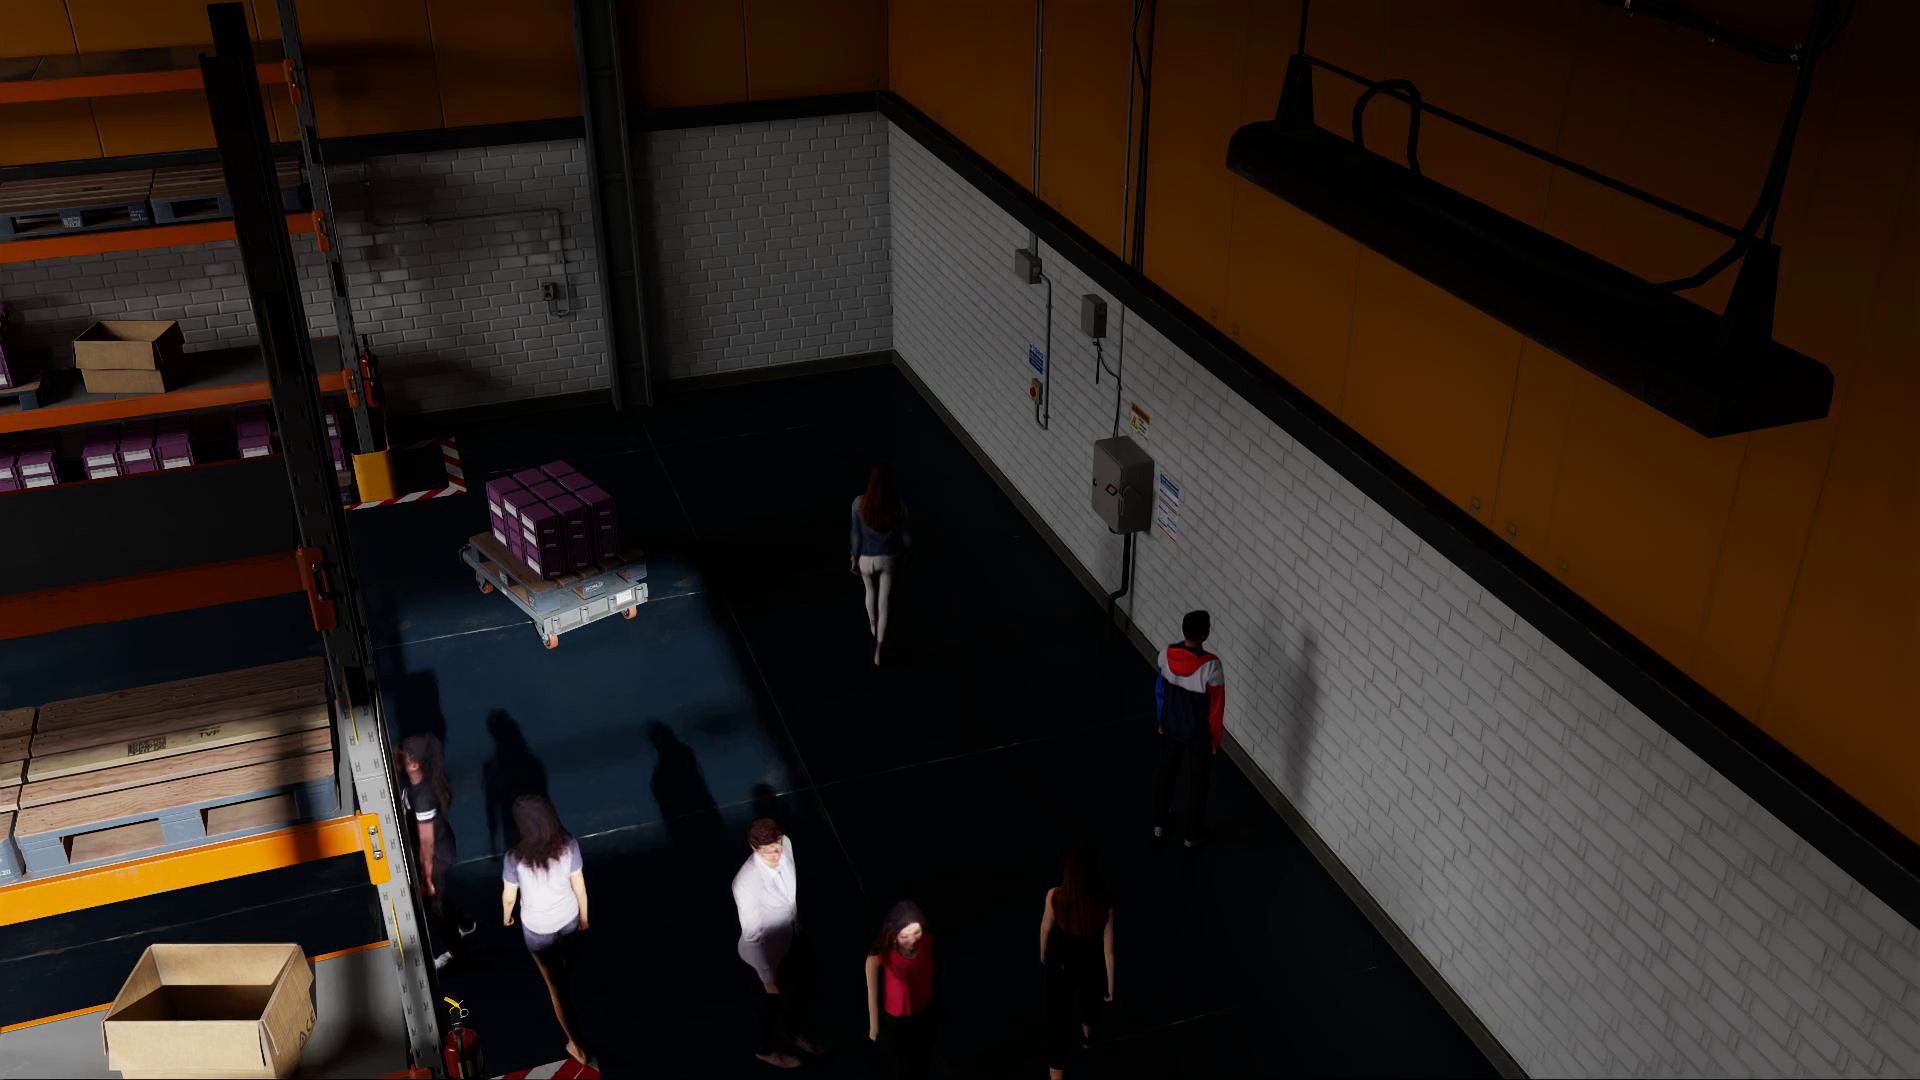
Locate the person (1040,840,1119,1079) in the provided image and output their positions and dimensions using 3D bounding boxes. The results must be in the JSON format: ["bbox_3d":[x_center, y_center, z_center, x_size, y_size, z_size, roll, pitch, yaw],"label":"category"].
[{"bbox_3d":[0.608,2.406,8.968,1.139,1.681,1.030,5,29,9],"label":"person"}]

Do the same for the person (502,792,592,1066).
[{"bbox_3d":[-2.257,2.213,9.317,1.082,1.686,0.869,-20,34,-32],"label":"person"}]

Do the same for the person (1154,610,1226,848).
[{"bbox_3d":[1.508,1.239,11.028,0.716,1.757,0.728,19,34,31],"label":"person"}]

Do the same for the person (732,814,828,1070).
[{"bbox_3d":[-1.110,2.204,9.195,0.883,1.817,0.821,11,31,20],"label":"person"}]

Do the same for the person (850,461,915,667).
[{"bbox_3d":[-0.638,0.220,12.975,0.965,1.682,0.945,4,29,6],"label":"person"}]

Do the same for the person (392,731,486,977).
[{"bbox_3d":[-3.075,1.863,9.923,0.668,1.719,0.630,-11,31,-20],"label":"person"}]

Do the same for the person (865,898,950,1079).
[{"bbox_3d":[-0.333,2.516,8.797,0.781,1.651,0.722,25,38,38],"label":"person"}]
